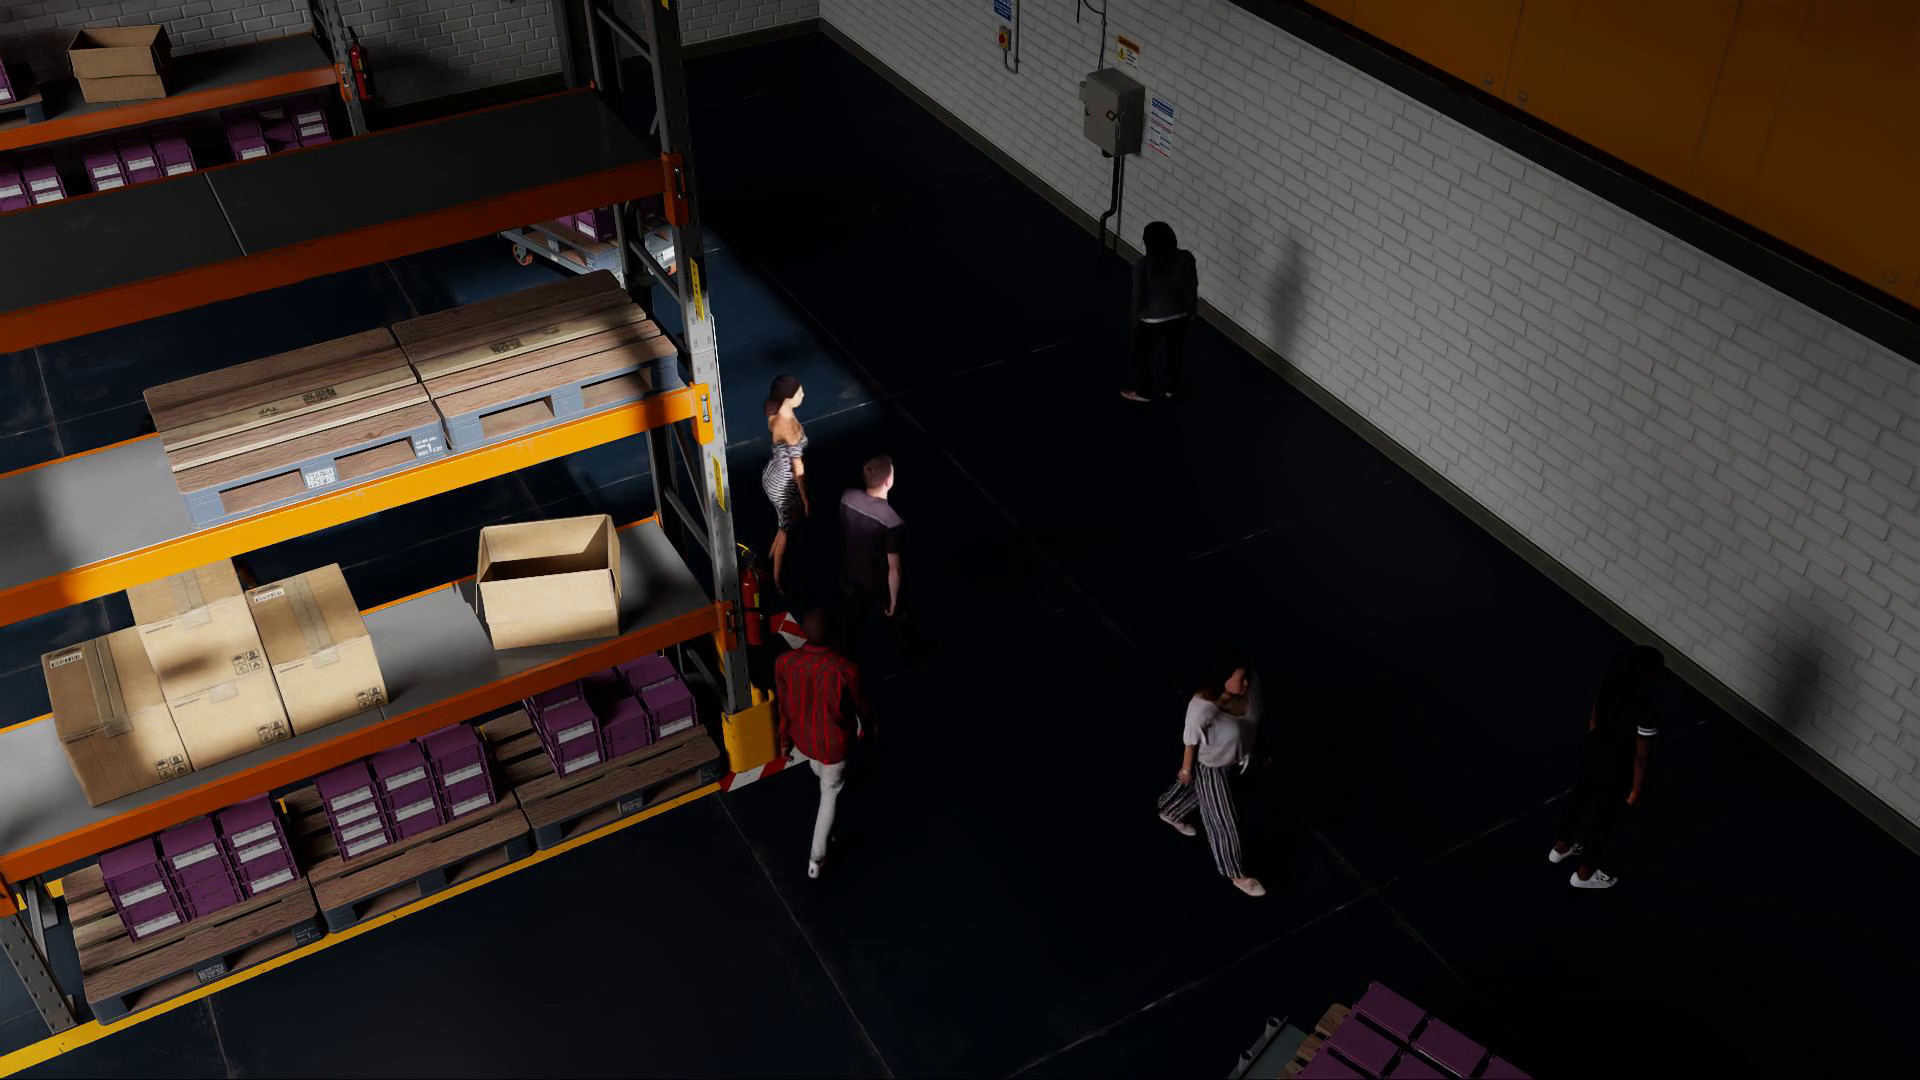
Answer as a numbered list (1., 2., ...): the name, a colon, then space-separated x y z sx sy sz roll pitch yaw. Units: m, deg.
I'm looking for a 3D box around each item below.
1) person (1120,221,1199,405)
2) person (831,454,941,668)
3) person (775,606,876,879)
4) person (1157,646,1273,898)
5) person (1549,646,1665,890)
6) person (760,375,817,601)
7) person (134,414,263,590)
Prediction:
1. person: 1.649 -1.798 13.166 0.729 1.583 0.908 2 39 3
2. person: -0.604 0.324 10.336 1.032 1.798 1.336 27 46 29
3. person: -0.783 1.163 9.299 1.132 1.782 1.205 10 40 12
4. person: 1.392 1.185 9.391 0.947 1.633 1.131 32 48 33
5. person: 3.617 1.246 9.238 0.645 1.729 0.657 -12 40 -14
6. person: -1.263 -0.316 11.134 0.710 1.803 0.712 -10 40 -13
7. person: -5.150 -0.079 10.918 1.058 1.702 0.810 -5 39 -6
